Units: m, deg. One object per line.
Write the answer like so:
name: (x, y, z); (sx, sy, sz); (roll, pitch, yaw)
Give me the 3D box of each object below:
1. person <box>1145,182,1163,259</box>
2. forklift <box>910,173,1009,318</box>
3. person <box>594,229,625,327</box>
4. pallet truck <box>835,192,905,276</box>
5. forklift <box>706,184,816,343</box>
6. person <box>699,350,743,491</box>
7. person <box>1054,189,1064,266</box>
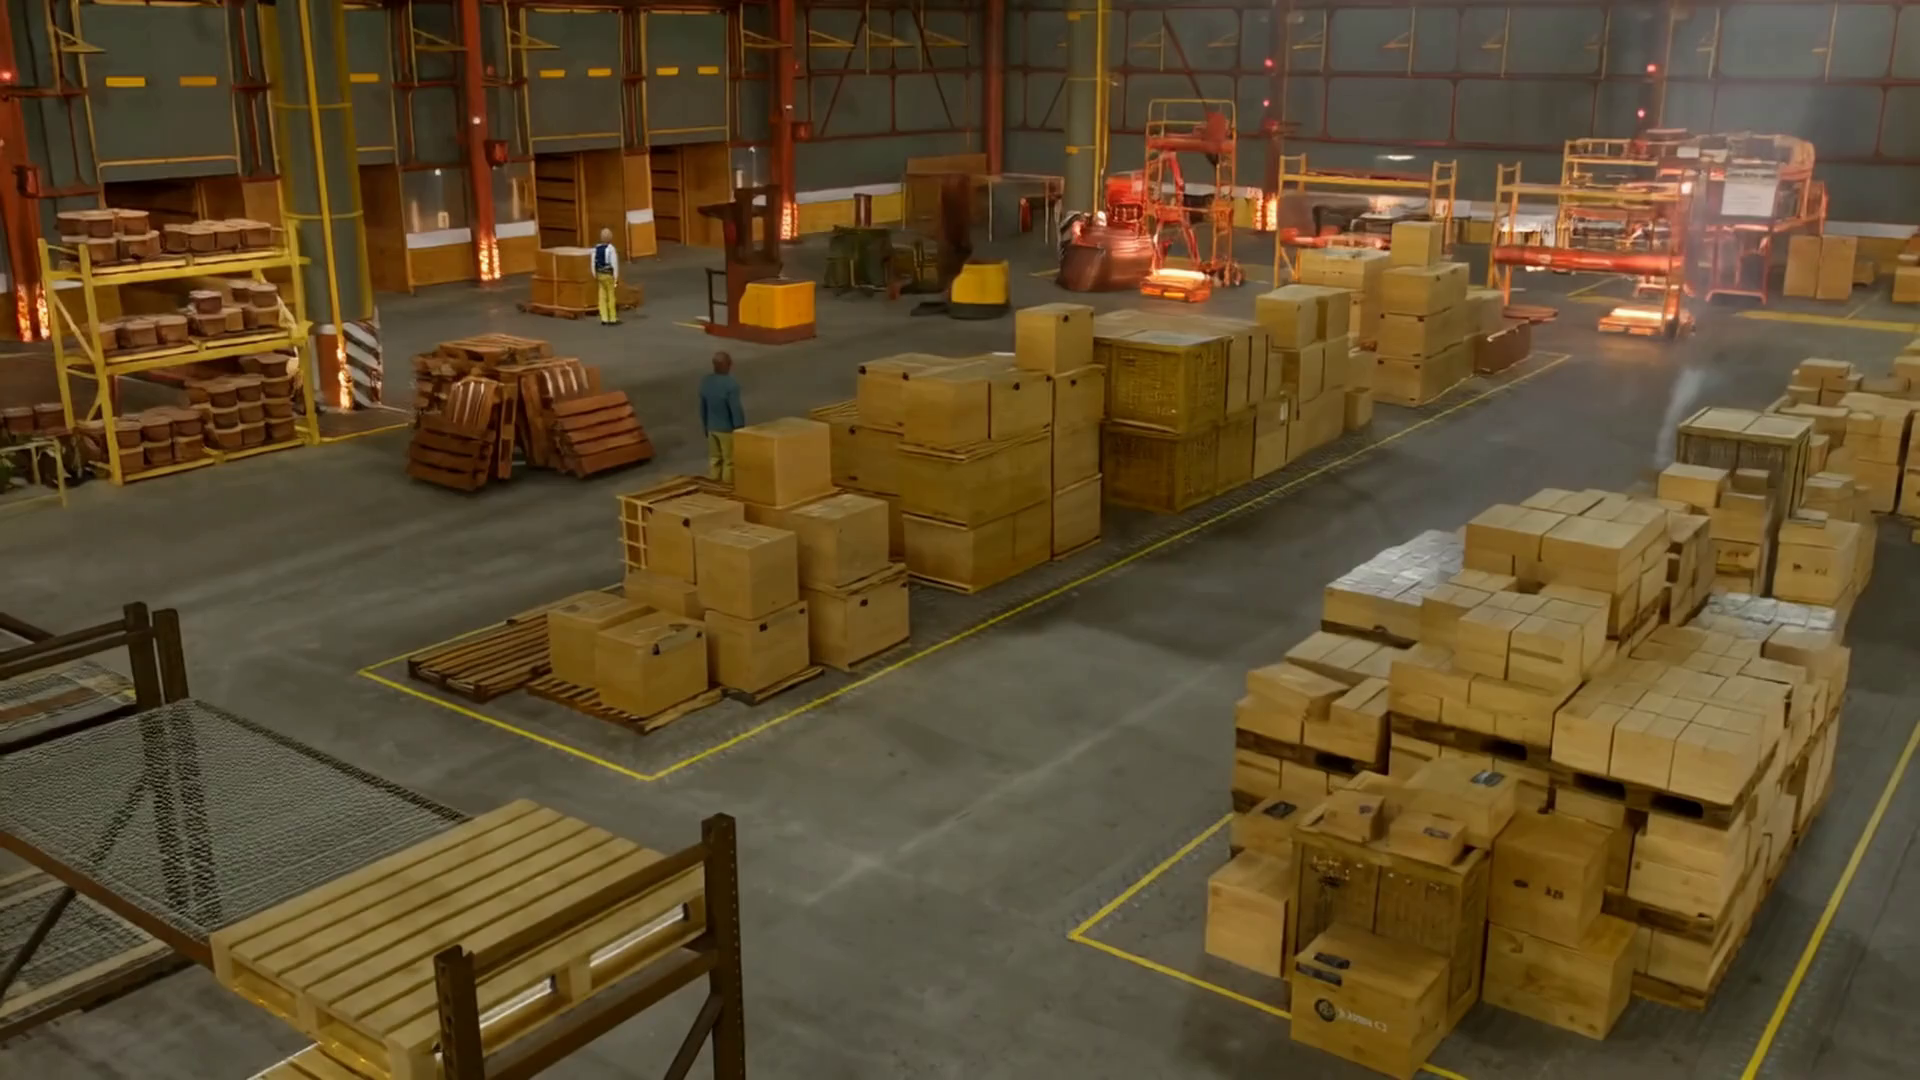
person: (4.936, -8.127, 42.289); (0.544, 1.939, 0.372); (13, 21, 37)
forklift: (0.016, -5.946, 33.463); (1.873, 2.768, 1.129); (3, 17, 10)
person: (-6.835, -5.081, 32.295); (0.574, 1.884, 0.360); (13, 21, 37)
pallet truck: (-1.936, -7.159, 38.982); (1.885, 1.965, 0.823); (-12, 21, -34)
forklift: (-3.717, -5.181, 30.929); (1.873, 2.768, 1.129); (12, 21, 35)
person: (-2.787, -1.274, 19.598); (0.628, 1.940, 0.377); (13, 21, 37)
person: (2.599, -7.679, 40.813); (0.628, 1.936, 0.377); (13, 21, 37)
